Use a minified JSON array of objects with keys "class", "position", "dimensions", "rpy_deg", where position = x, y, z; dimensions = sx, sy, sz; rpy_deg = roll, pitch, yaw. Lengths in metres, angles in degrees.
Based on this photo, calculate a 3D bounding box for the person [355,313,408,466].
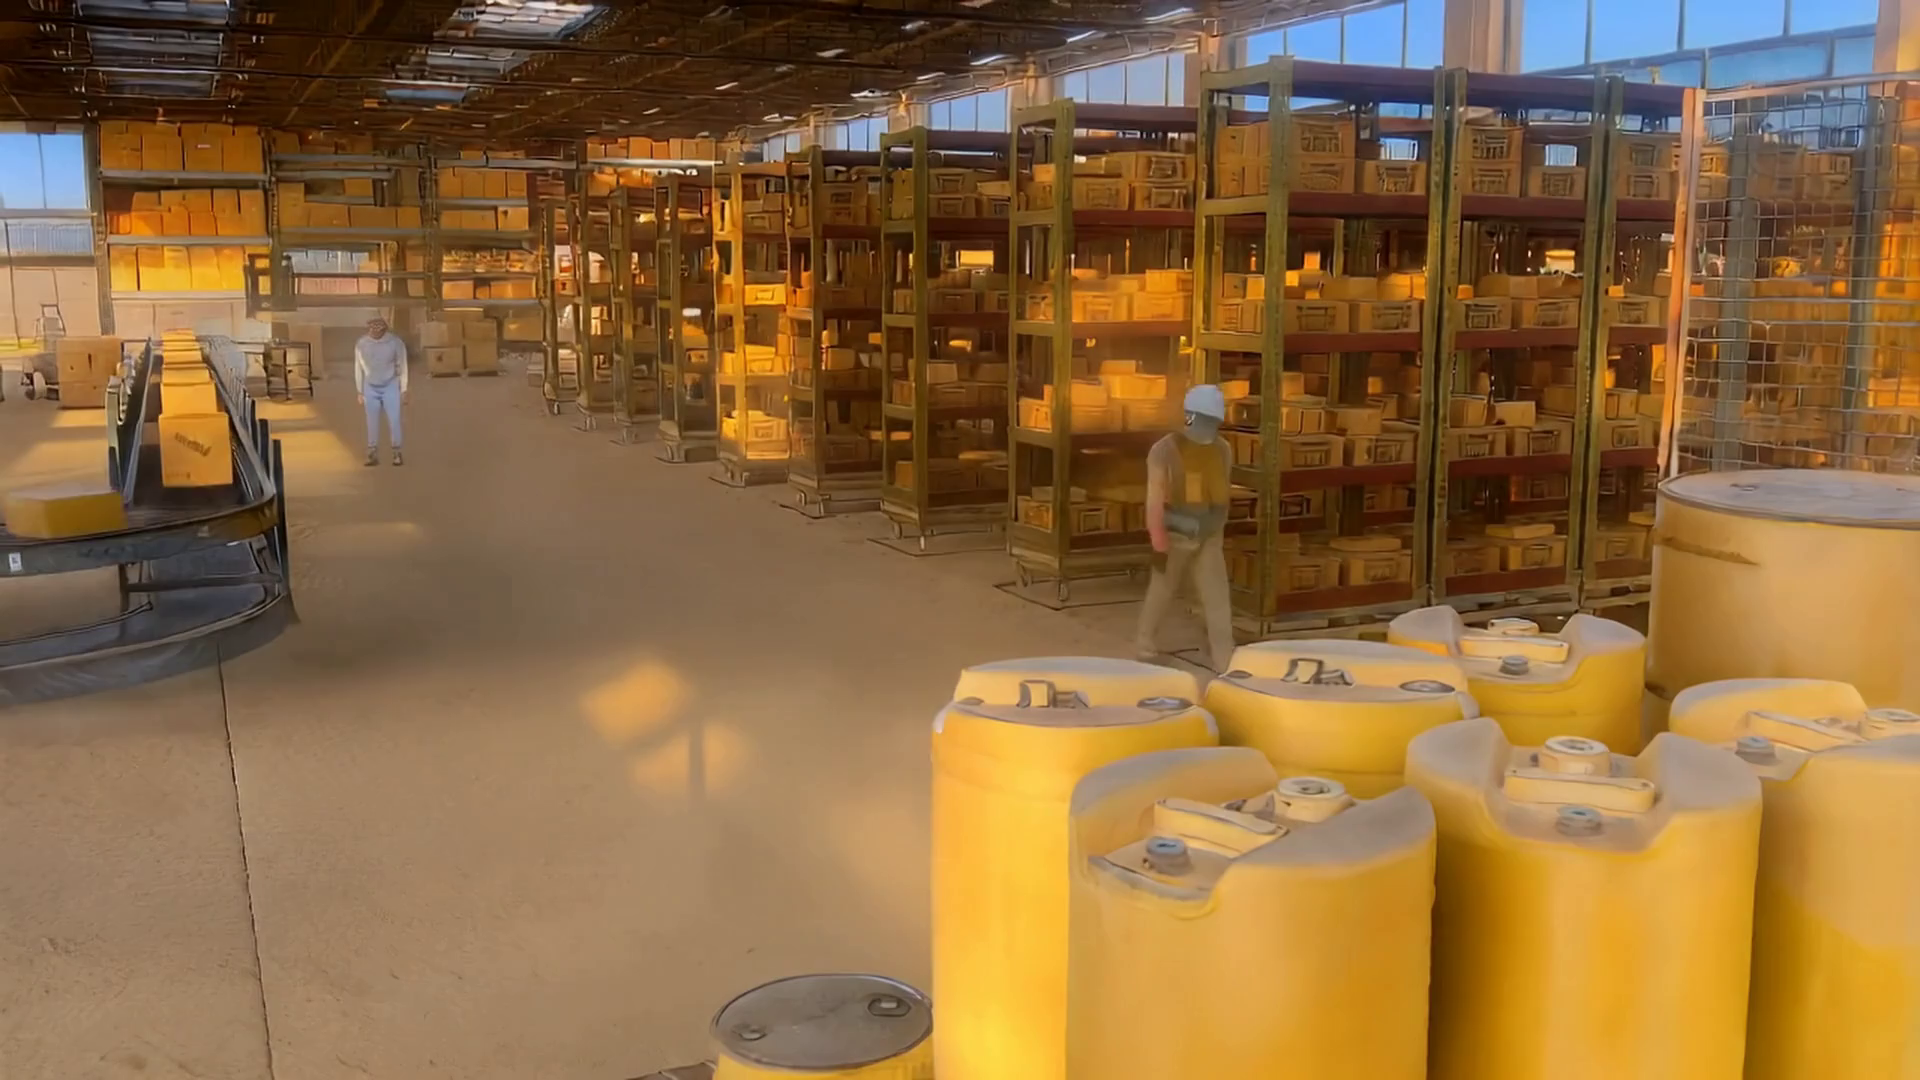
[{"class":"person","position":[-7.205,-1.869,20.713],"dimensions":[0.639,1.903,0.409],"rpy_deg":[-1,9,-5]}]

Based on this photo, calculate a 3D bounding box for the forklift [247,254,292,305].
[{"class":"forklift","position":[-16.031,-5.266,38.761],"dimensions":[1.129,2.768,1.873],"rpy_deg":[-4,10,-25]}]

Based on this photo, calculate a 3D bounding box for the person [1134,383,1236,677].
[{"class":"person","position":[1.340,-0.014,9.612],"dimensions":[0.611,1.770,0.972],"rpy_deg":[-4,10,-23]}]

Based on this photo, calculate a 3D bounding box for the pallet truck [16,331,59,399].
[{"class":"pallet truck","position":[-17.082,-3.353,31.781],"dimensions":[1.630,1.274,0.653],"rpy_deg":[-4,10,-25]}]

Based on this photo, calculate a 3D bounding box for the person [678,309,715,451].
[{"class":"person","position":[-3.612,-2.201,22.476],"dimensions":[0.611,1.996,0.379],"rpy_deg":[7,12,38]}]

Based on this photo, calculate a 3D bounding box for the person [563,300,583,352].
[{"class":"person","position":[-9.357,-5.057,40.391],"dimensions":[0.608,1.942,0.410],"rpy_deg":[3,10,20]}]

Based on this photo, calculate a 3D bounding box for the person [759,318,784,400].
[{"class":"person","position":[-2.602,-2.112,22.563],"dimensions":[0.961,1.800,0.582],"rpy_deg":[-4,10,-24]}]
